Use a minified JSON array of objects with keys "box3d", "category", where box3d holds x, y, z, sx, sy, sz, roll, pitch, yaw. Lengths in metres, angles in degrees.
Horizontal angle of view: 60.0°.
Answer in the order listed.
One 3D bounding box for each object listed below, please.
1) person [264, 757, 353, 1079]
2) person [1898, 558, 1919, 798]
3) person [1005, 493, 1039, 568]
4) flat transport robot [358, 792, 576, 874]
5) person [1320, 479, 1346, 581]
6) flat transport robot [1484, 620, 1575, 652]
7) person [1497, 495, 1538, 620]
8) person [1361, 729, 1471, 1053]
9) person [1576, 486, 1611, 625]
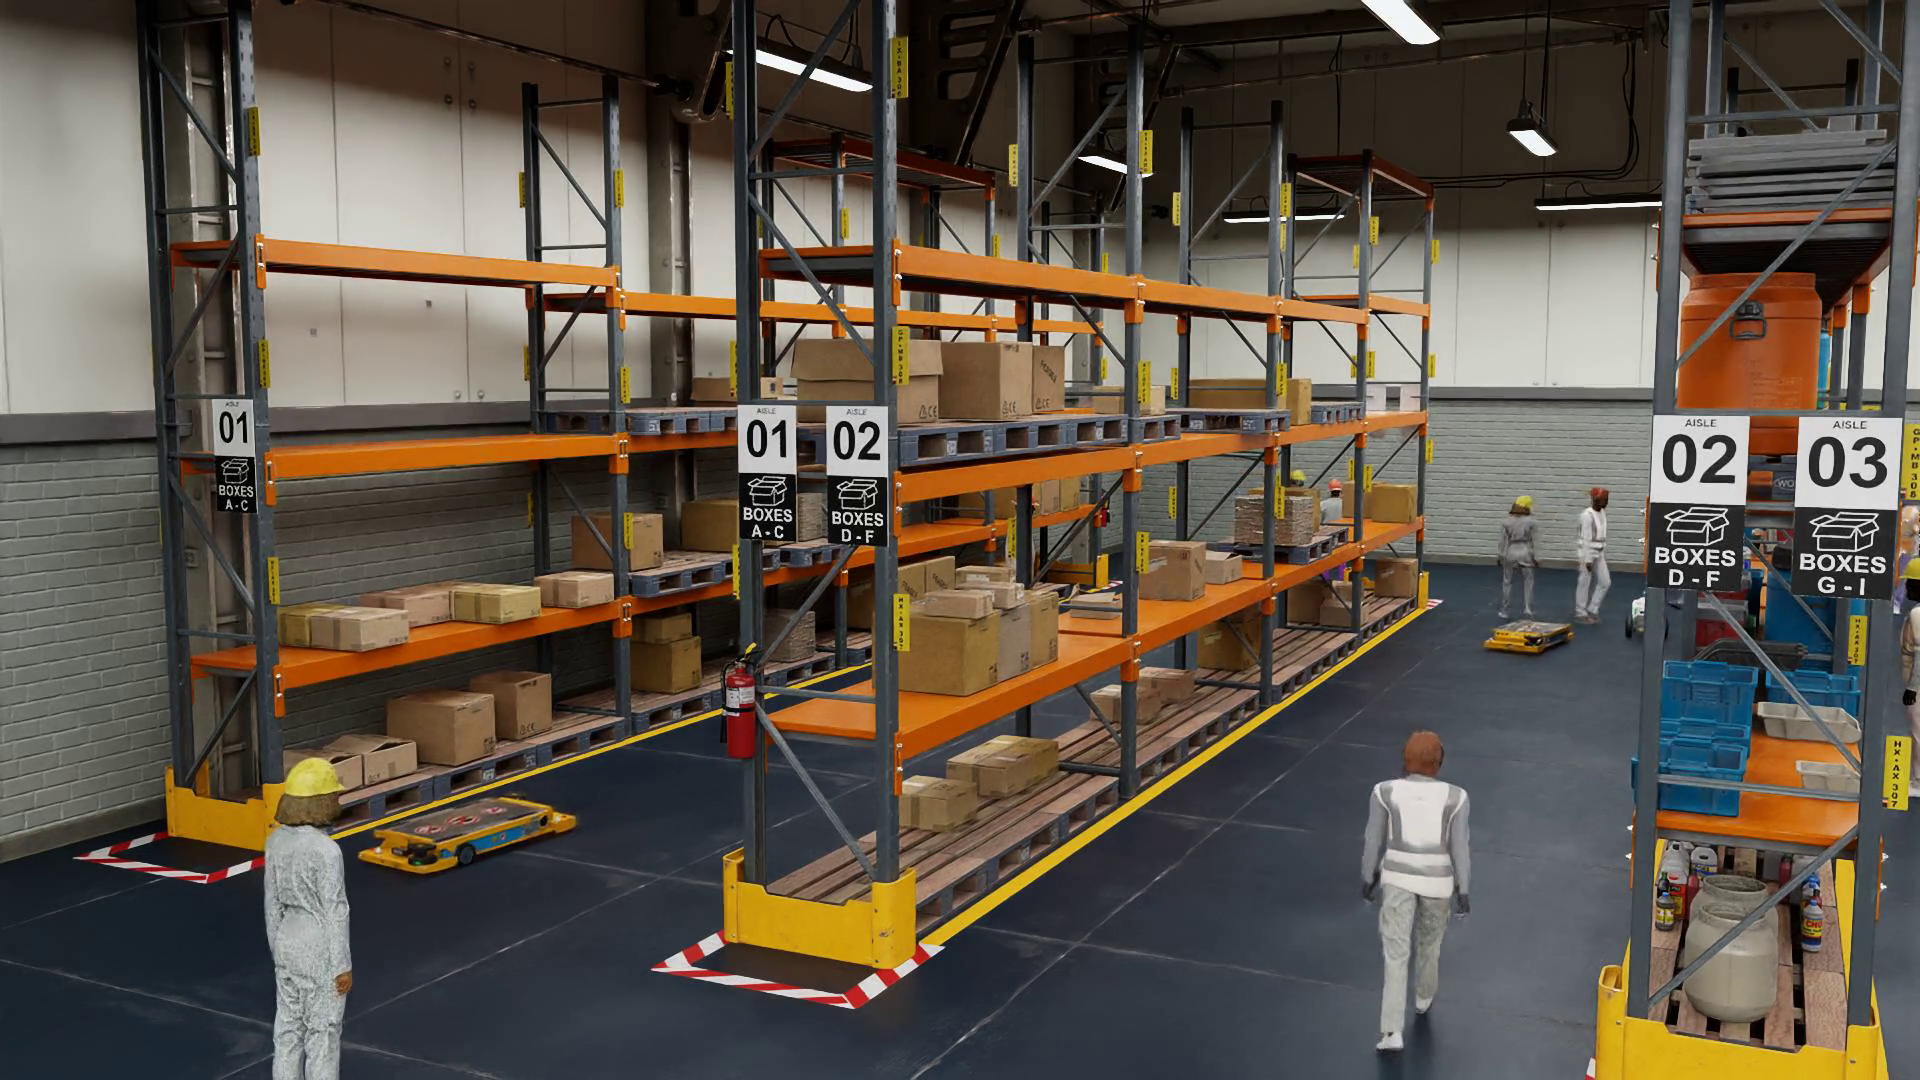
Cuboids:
[{"box3d":[-2.823,1.814,7.283,0.492,1.740,0.325,4,7,33],"category":"person"},{"box3d":[7.686,1.101,13.330,0.384,1.924,0.593,6,8,44],"category":"person"},{"box3d":[0.745,0.397,19.898,0.404,1.991,0.625,-1,6,-7],"category":"person"},{"box3d":[-3.490,2.071,11.862,0.652,0.197,1.431,4,7,32],"category":"flat transport robot"},{"box3d":[5.711,-0.053,25.361,0.566,1.755,0.318,1,6,11],"category":"person"},{"box3d":[7.057,1.176,20.566,0.652,0.197,1.431,4,7,37],"category":"flat transport robot"},{"box3d":[7.611,0.239,22.714,0.546,1.716,0.510,2,6,21],"category":"person"},{"box3d":[2.328,1.771,8.522,0.524,1.574,0.968,1,6,11],"category":"person"},{"box3d":[8.473,0.217,22.187,0.616,1.862,0.520,-4,7,-37],"category":"person"}]
